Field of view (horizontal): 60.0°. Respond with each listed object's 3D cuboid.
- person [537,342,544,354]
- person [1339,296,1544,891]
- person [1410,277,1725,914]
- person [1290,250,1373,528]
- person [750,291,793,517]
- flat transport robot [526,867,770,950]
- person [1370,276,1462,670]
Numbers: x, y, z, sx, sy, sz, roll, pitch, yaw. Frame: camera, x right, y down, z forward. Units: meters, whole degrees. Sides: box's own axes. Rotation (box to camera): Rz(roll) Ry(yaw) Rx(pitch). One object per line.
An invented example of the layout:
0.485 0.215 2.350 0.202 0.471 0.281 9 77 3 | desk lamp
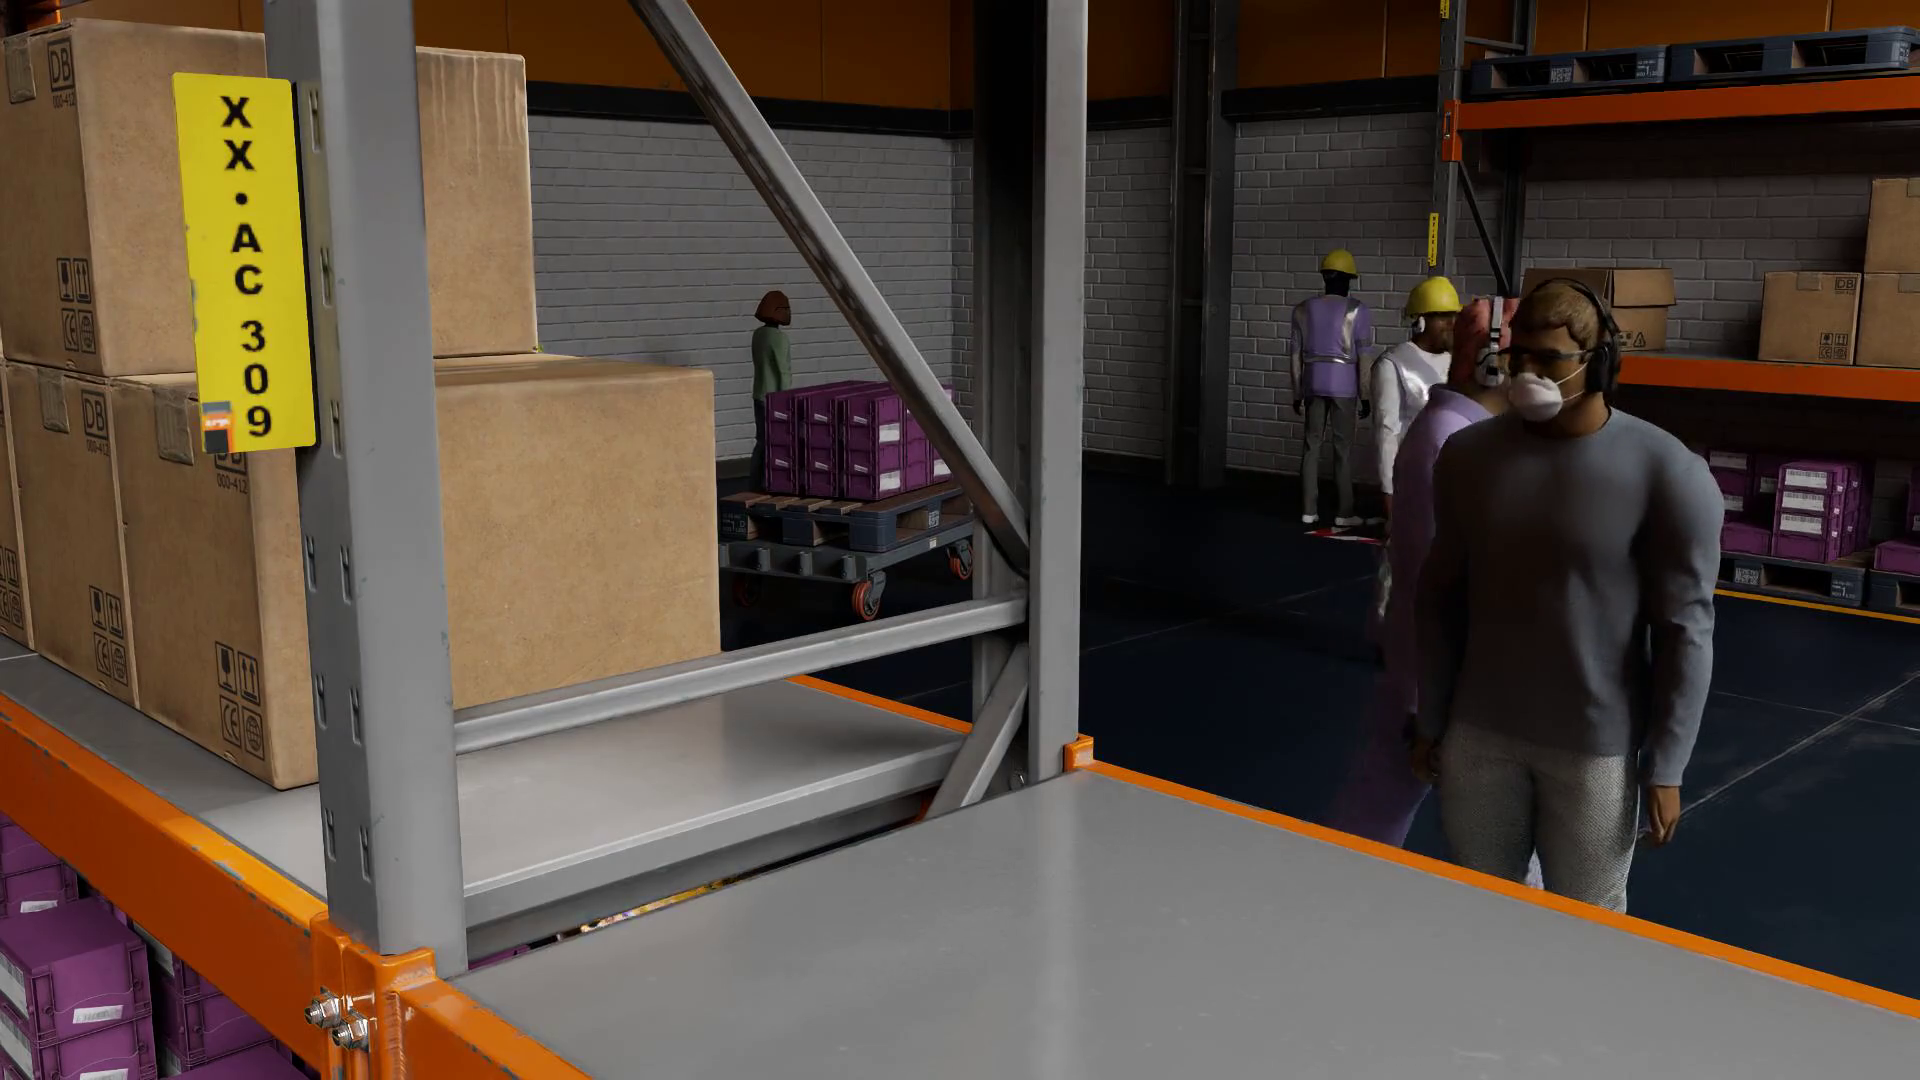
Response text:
-1.536 0.165 5.491 0.647 1.719 0.500 7 13 35 | person
1.377 0.322 4.257 0.951 1.860 0.653 2 11 11 | person
1.239 0.422 3.526 0.355 1.936 0.635 -9 14 -42 | person
2.583 -1.044 11.569 0.584 1.919 0.382 7 12 33 | person
-1.351 -0.981 12.021 0.289 1.627 0.501 -7 12 -32 | person
-1.219 0.991 4.971 1.431 0.197 0.652 10 15 44 | flat transport robot
2.154 -0.295 7.710 0.590 1.836 0.404 -7 13 -35 | person
